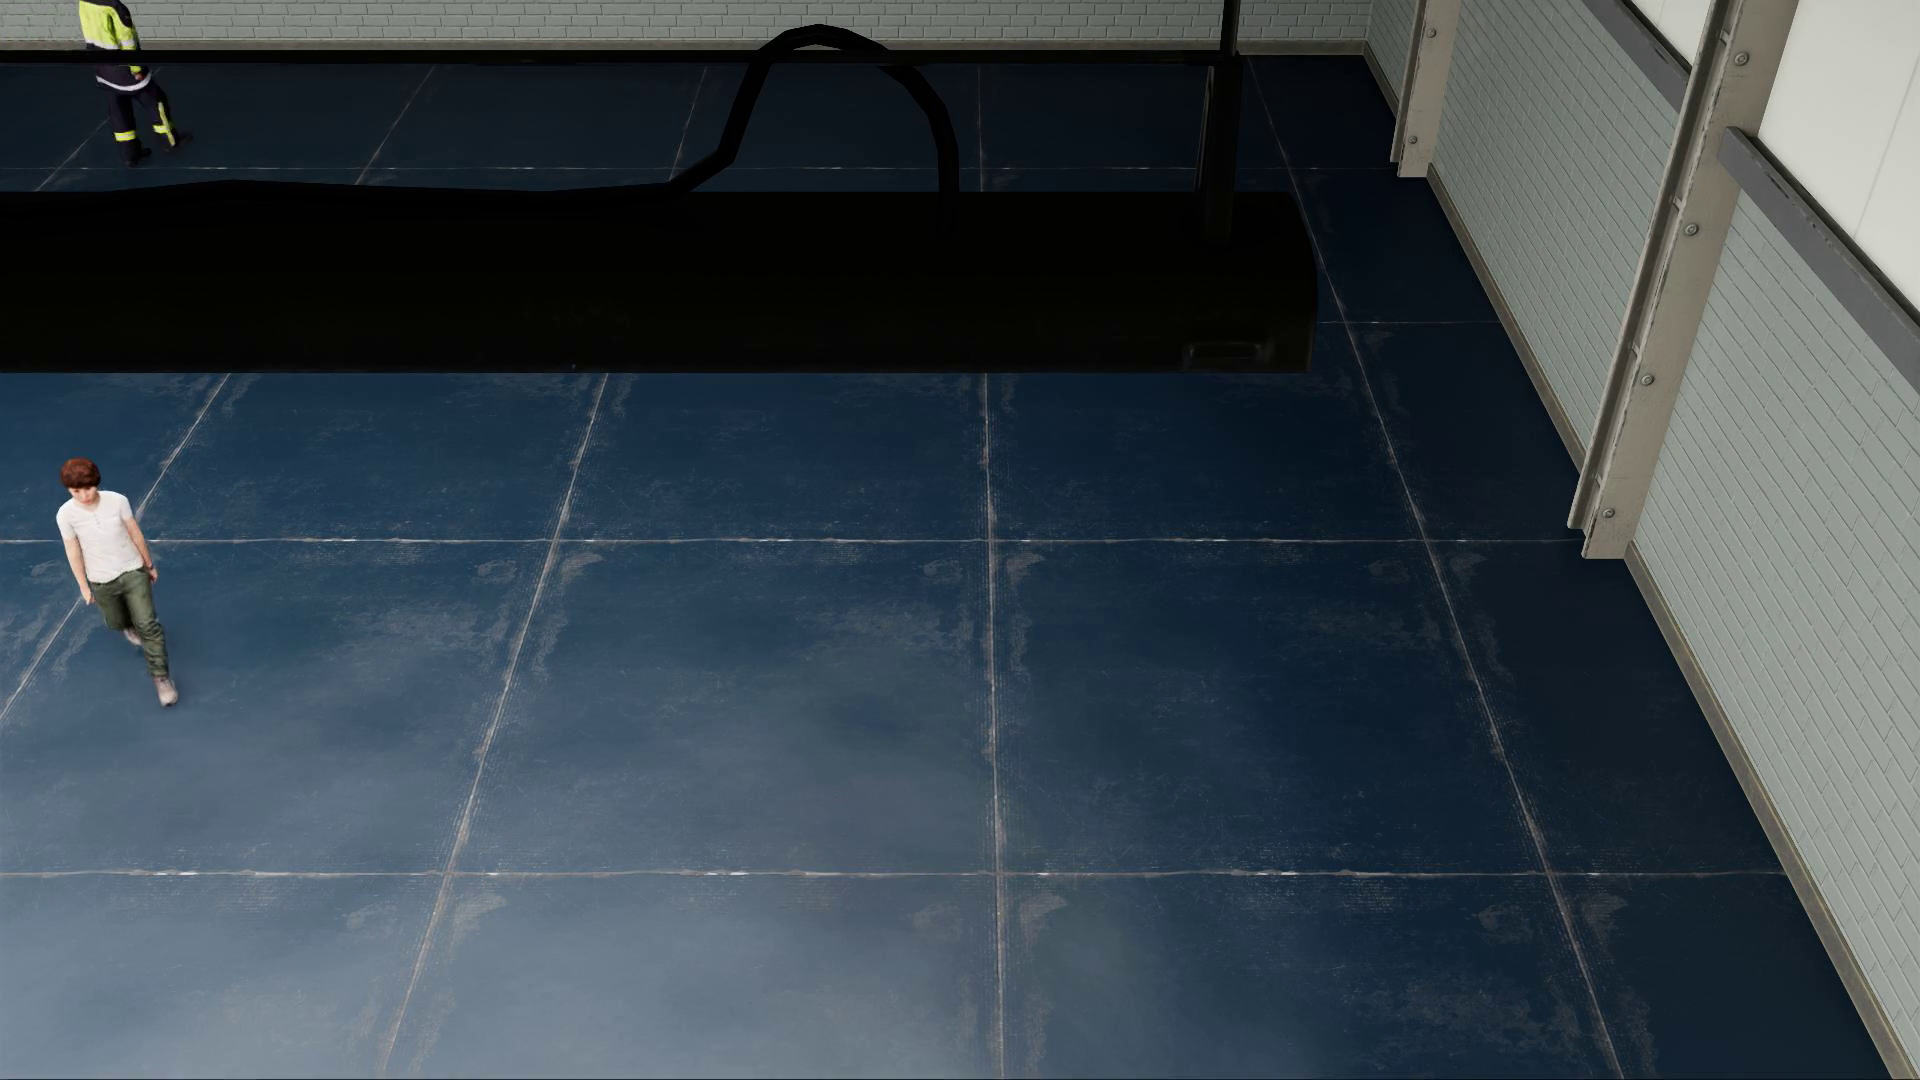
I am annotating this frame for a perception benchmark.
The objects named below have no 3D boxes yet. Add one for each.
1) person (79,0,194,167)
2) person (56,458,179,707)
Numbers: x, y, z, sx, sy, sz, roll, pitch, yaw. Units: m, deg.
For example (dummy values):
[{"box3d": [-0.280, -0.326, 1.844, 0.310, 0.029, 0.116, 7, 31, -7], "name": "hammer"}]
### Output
[{"box3d": [-8.034, -4.494, 15.742, 1.022, 1.954, 1.124, 16, 40, 20], "name": "person"}, {"box3d": [-5.008, 0.176, 9.864, 0.916, 1.633, 1.112, -20, 42, -24], "name": "person"}]
